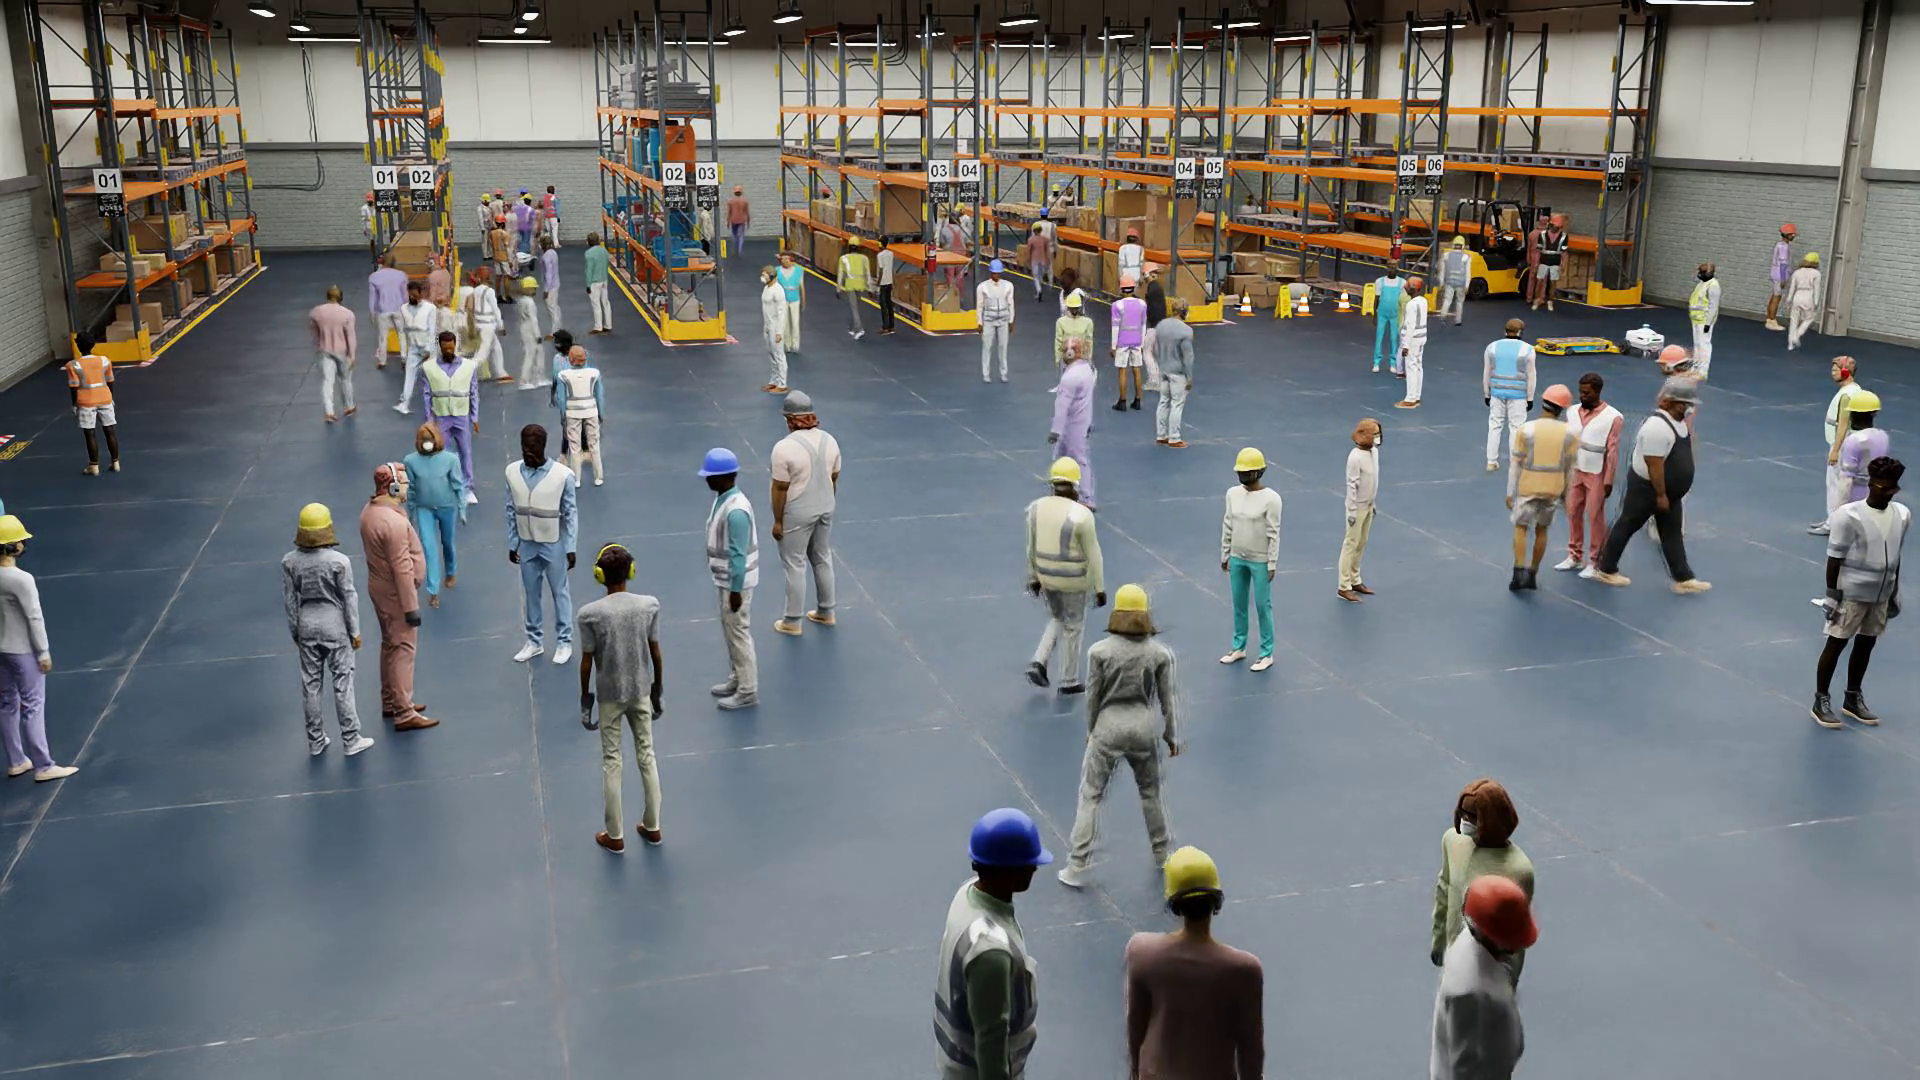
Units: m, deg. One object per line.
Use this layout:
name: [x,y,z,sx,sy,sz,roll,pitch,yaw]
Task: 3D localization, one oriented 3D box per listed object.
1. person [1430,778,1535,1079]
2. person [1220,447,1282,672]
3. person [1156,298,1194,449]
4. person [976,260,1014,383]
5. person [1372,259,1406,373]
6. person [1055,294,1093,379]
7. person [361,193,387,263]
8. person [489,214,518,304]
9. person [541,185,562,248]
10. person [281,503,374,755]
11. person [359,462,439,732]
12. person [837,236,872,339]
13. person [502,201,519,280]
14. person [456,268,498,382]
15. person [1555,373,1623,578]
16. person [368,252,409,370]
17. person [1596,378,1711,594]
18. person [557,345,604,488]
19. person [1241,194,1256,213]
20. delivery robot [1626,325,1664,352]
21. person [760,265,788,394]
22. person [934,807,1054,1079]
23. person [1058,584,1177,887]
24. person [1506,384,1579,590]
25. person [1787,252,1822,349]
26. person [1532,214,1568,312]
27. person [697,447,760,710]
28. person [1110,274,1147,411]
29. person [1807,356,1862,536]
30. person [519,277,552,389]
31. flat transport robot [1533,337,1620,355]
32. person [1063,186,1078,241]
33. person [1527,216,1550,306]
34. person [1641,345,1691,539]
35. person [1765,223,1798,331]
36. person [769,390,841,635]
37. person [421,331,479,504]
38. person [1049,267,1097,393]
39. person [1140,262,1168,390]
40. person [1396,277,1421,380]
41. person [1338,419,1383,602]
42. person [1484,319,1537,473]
person: [2.194,1.774,7.060,0.280,1.624,0.493,-8,17,-29]
person: [2.249,0.144,12.944,0.328,1.761,0.527,-14,20,-42]
person: [2.725,-2.107,21.094,0.379,1.928,0.636,-10,18,-34]
person: [0.551,-3.406,25.967,0.602,1.937,0.438,-3,15,-12]
person: [6.948,-3.623,26.946,0.506,1.846,0.345,3,15,11]
person: [1.568,-2.501,22.875,0.528,1.767,0.329,0,15,-1]
person: [-15.807,-8.408,44.866,0.608,1.887,0.719,-3,15,-11]
person: [-9.895,-6.071,35.979,0.543,1.939,0.360,8,17,27]
person: [-12.195,-9.654,49.673,0.624,1.835,0.431,7,17,26]
person: [-4.282,0.603,11.239,0.494,1.742,0.308,1,15,5]
person: [-3.967,0.388,11.761,0.400,1.899,0.652,-9,17,-31]
person: [-1.954,-4.699,30.947,0.630,1.881,0.979,-6,16,-23]
person: [-11.089,-7.363,40.901,0.409,1.907,0.648,0,15,0]
person: [-7.683,-3.340,25.956,0.830,1.809,0.590,-6,16,-23]
person: [5.869,-0.617,15.522,0.398,1.907,0.600,-9,17,-29]
person: [-9.319,-3.720,27.154,0.676,1.924,0.575,-4,15,-15]
person: [6.262,-0.525,14.911,0.681,2.000,0.987,-14,20,-43]
person: [-4.317,-1.403,18.986,0.513,1.641,0.307,-6,16,-21]
person: [7.891,-8.568,45.594,0.521,1.837,0.886,-7,16,-24]
delivery robot: [11.795,-3.464,28.639,0.477,0.478,0.707,-3,15,-10]
person: [-2.808,-3.170,25.063,0.355,1.937,0.635,-7,16,-25]
person: [0.118,1.883,6.058,0.425,1.938,0.603,-1,15,-4]
person: [0.929,1.110,9.429,0.722,1.697,0.493,-2,15,-8]
person: [5.215,-0.471,14.962,0.584,1.905,0.484,2,15,9]
person: [14.929,-4.225,29.431,0.371,1.722,0.562,-12,19,-38]
person: [12.299,-5.761,34.651,0.622,2.021,0.454,4,15,15]
person: [-1.676,0.273,12.121,0.422,1.937,0.612,-5,16,-17]
person: [2.382,-2.804,23.694,0.547,1.934,0.375,-5,16,-20]
person: [8.966,-0.952,16.926,0.403,1.831,0.572,8,17,28]
person: [-6.492,-3.174,25.497,0.700,1.715,0.504,-7,17,-26]
flat transport robot: [10.800,-3.412,29.169,1.431,0.197,0.652,-3,15,-12]
person: [3.253,-9.613,49.527,0.521,1.834,0.359,1,15,5]
person: [12.512,-6.000,35.790,0.405,1.902,0.645,-10,18,-32]
person: [7.041,-0.986,16.794,0.748,1.970,0.617,12,19,38]
person: [15.775,-5.048,31.927,0.390,2.045,0.607,5,16,17]
person: [-1.334,-0.251,13.881,0.539,2.000,0.689,13,20,40]
person: [-5.559,-1.338,18.211,0.592,1.917,0.392,-6,16,-20]
person: [1.722,-3.167,25.132,0.670,1.902,0.600,-8,17,-27]
person: [2.992,-3.238,25.291,0.633,1.946,0.638,6,16,21]
person: [7.124,-3.360,26.386,0.288,1.627,0.506,-8,17,-27]
person: [3.565,-0.278,14.762,0.266,1.631,0.507,11,18,35]
person: [6.530,-1.709,19.763,0.622,1.838,0.429,11,19,36]
